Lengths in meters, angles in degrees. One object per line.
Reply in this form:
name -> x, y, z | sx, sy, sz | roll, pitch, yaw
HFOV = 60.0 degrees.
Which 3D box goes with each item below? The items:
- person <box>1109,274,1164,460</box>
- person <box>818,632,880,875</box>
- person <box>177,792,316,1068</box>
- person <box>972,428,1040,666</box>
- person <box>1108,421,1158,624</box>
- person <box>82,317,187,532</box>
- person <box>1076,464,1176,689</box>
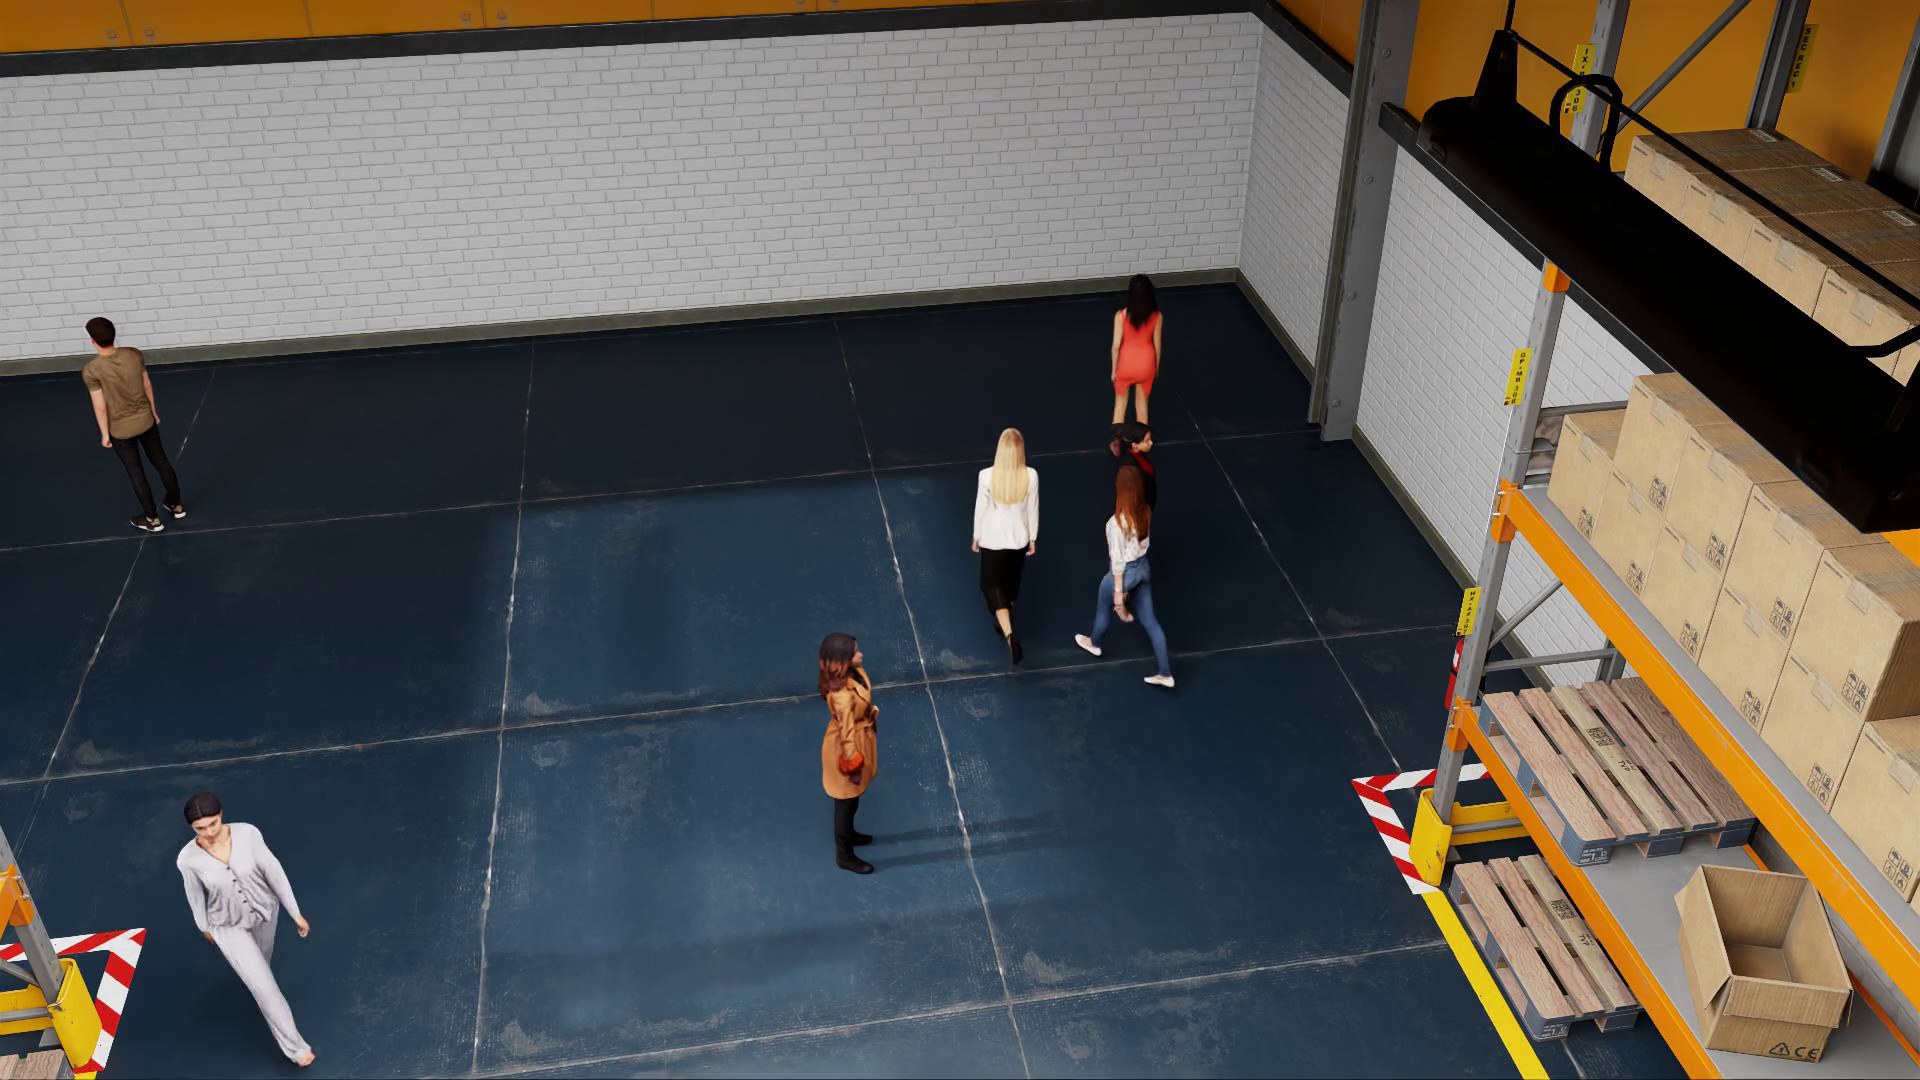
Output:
person -> 1.508, -1.462, 14.201 | 0.598, 1.719, 0.564 | -2, 34, -2
person -> -0.679, 1.273, 10.087 | 0.782, 1.719, 0.590 | 0, 34, 0
person -> -3.912, 1.985, 9.006 | 1.172, 1.729, 1.008 | 28, 43, 35
person -> 0.332, 0.084, 11.766 | 0.653, 1.840, 1.023 | -7, 34, -11
person -> 1.262, -0.152, 12.303 | 0.723, 1.640, 0.649 | 6, 34, 9
person -> -6.624, -0.936, 13.291 | 0.802, 1.852, 0.734 | 20, 38, 27
person -> 1.245, 0.297, 11.589 | 0.994, 1.681, 1.211 | -27, 42, -34
